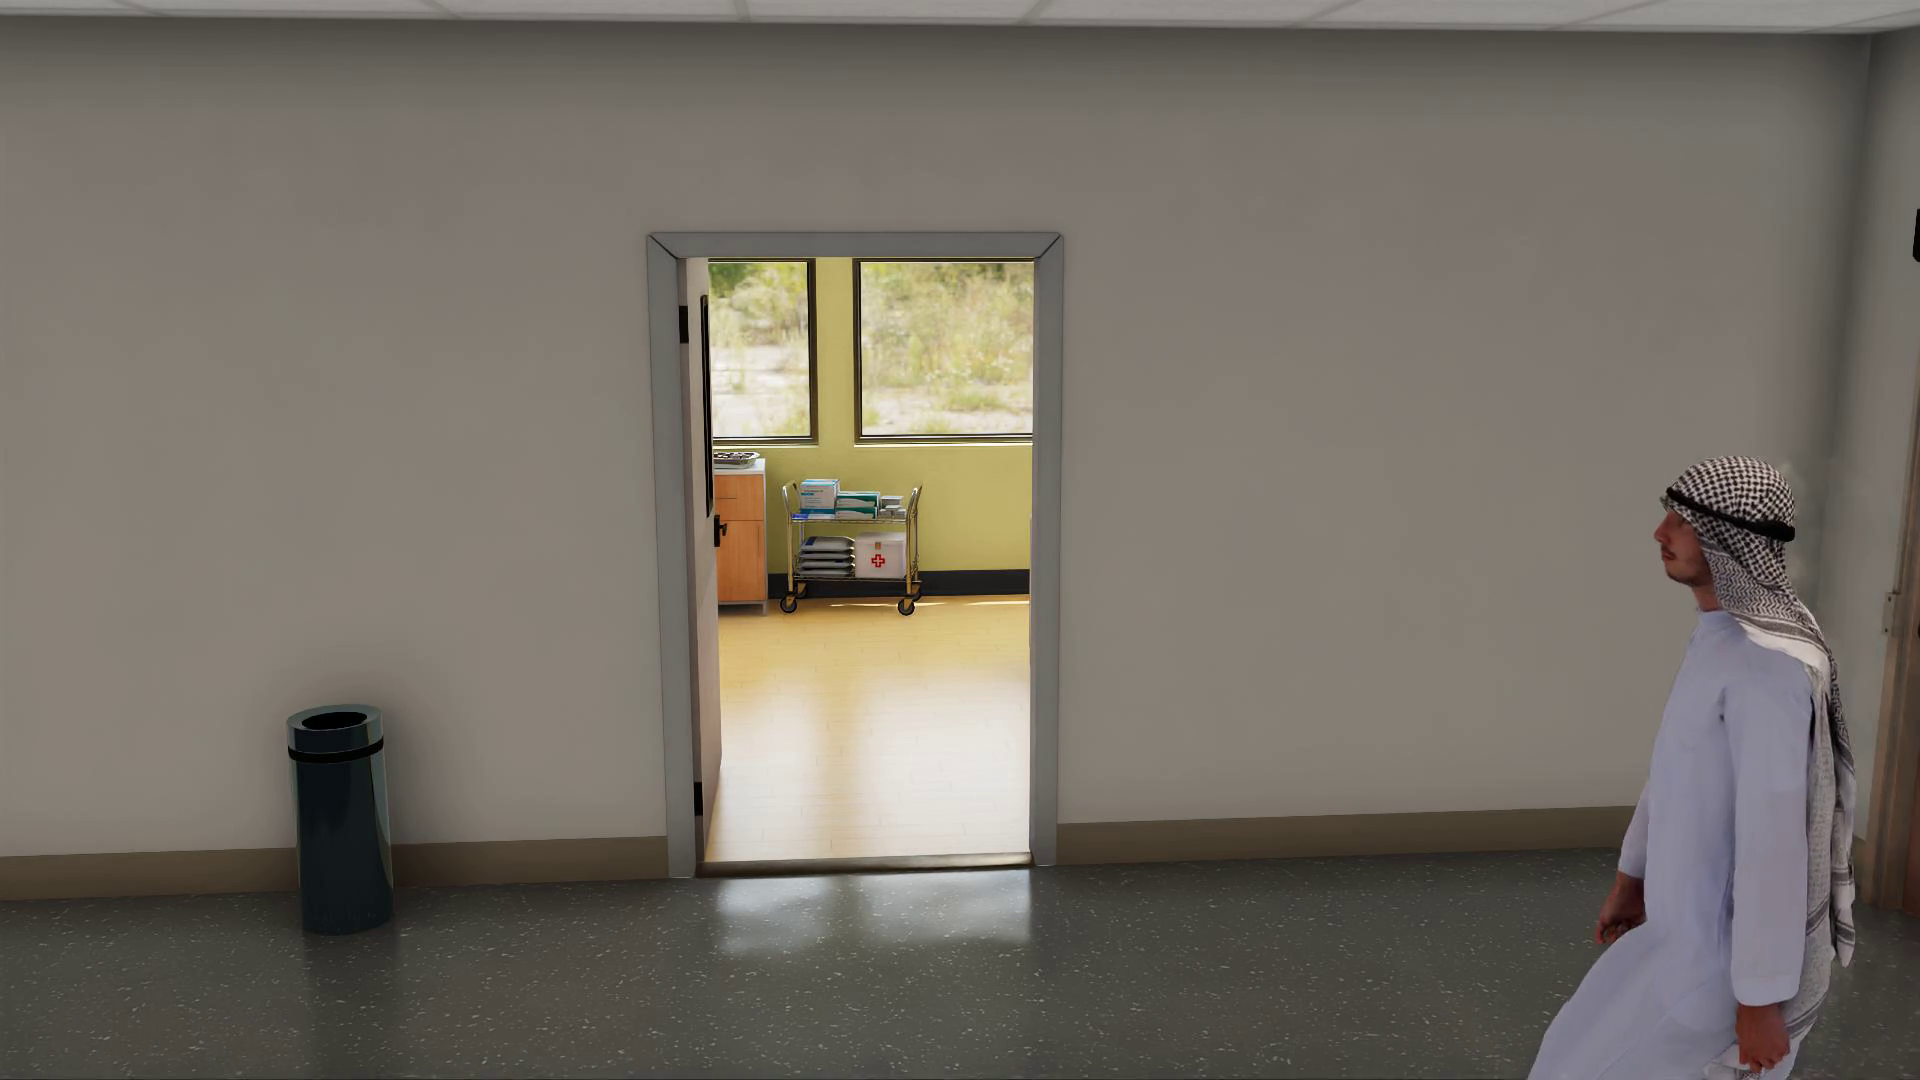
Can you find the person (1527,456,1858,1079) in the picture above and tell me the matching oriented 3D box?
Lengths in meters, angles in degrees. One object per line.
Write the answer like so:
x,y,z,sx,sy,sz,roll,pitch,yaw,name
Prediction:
1.554,0.798,3.177,0.957,1.908,0.885,5,12,24,person
